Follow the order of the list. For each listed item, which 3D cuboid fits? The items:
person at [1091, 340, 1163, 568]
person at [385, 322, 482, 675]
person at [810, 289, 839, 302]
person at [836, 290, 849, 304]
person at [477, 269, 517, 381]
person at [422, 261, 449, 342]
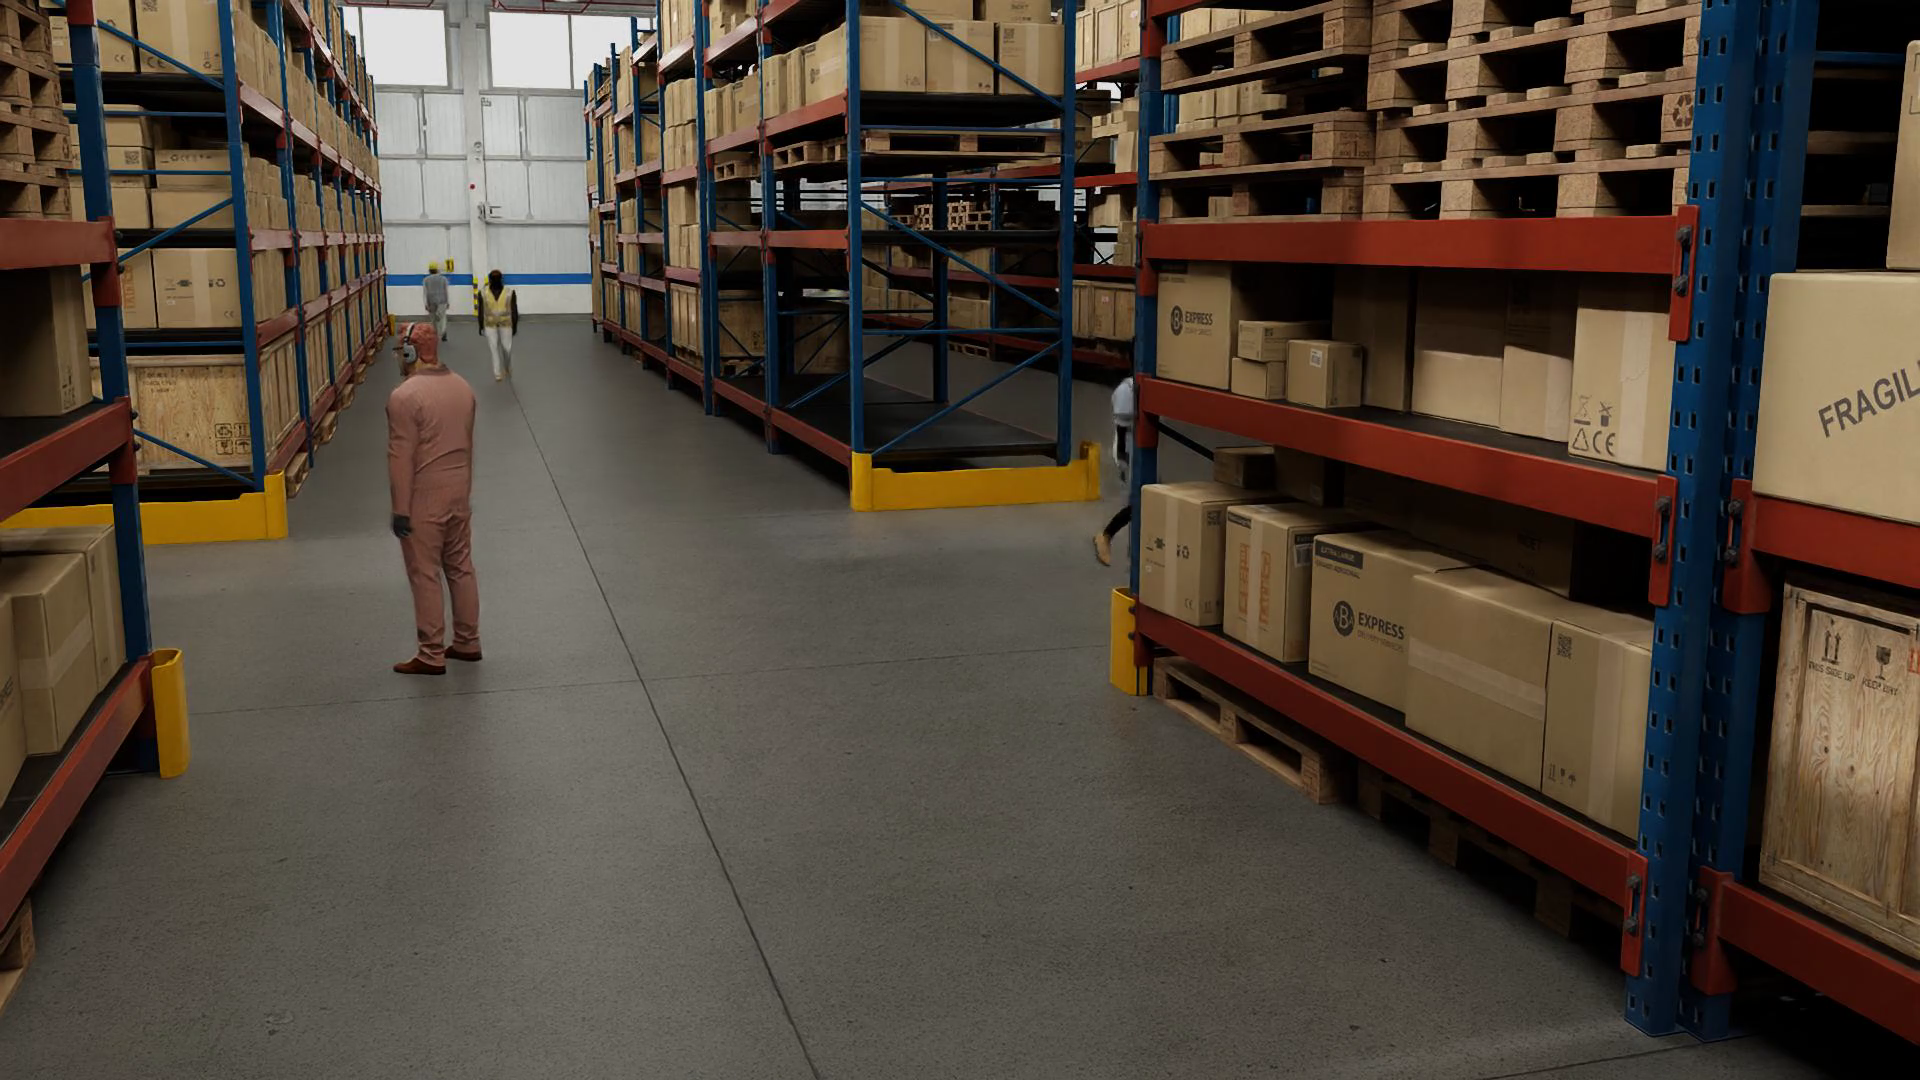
[{"bbox_3d":[1.197,-0.574,11.482,0.439,1.683,0.545,8,13,37],"label":"person"},{"bbox_3d":[-2.879,-0.224,9.006,0.399,1.899,0.649,4,11,19],"label":"person"},{"bbox_3d":[-2.294,-3.689,28.356,0.535,1.766,0.321,-4,11,-19],"label":"person"},{"bbox_3d":[-3.011,-6.510,43.879,0.364,1.733,0.600,-10,14,-44],"label":"person"},{"bbox_3d":[-7.536,-3.489,27.090,0.629,1.828,0.449,-2,11,-13],"label":"person"},{"bbox_3d":[-11.774,-5.360,37.423,0.583,1.806,0.857,-4,11,-22],"label":"person"}]
